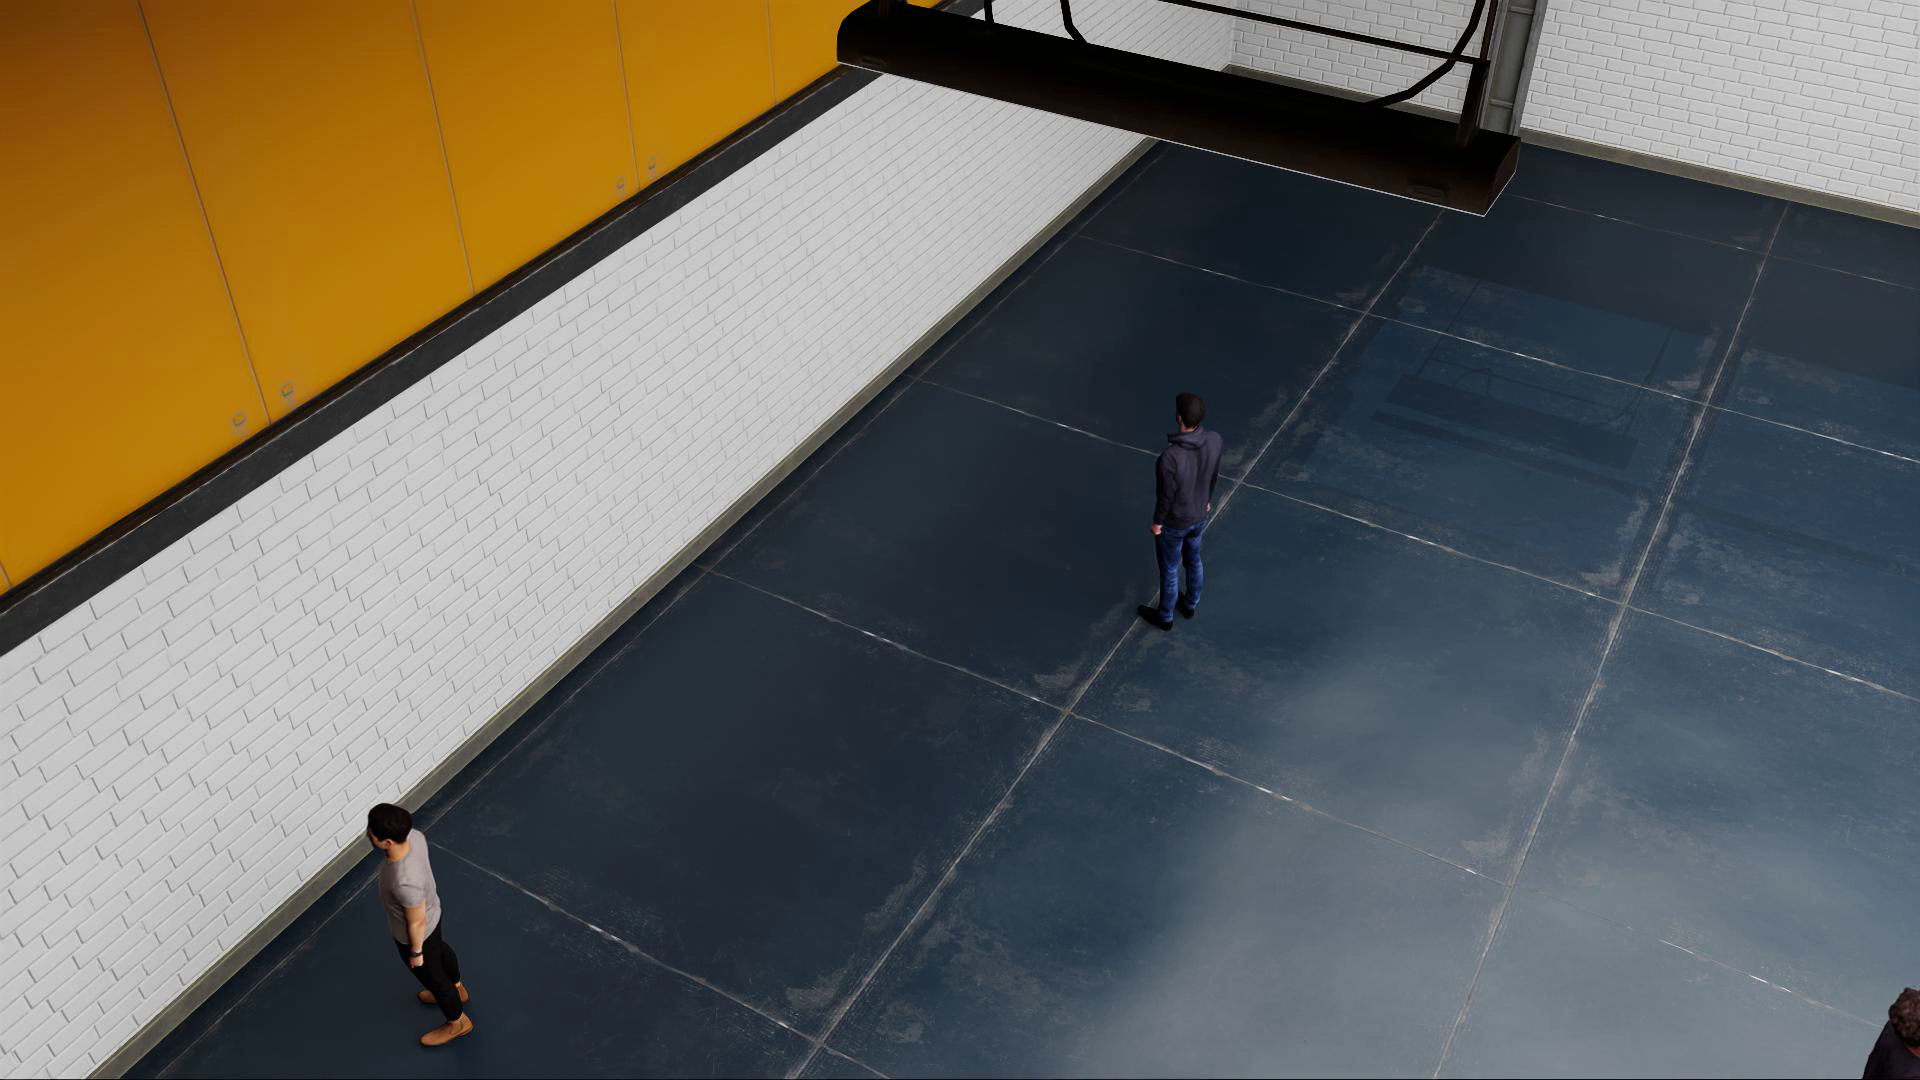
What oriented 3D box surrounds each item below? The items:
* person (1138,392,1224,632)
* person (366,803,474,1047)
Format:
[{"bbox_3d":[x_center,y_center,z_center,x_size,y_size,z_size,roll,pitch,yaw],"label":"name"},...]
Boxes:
[{"bbox_3d":[1.524,-0.181,11.356,0.752,1.894,0.722,-25,45,-27],"label":"person"},{"bbox_3d":[-2.854,2.003,8.759,0.733,1.723,0.677,-9,39,-11],"label":"person"}]
